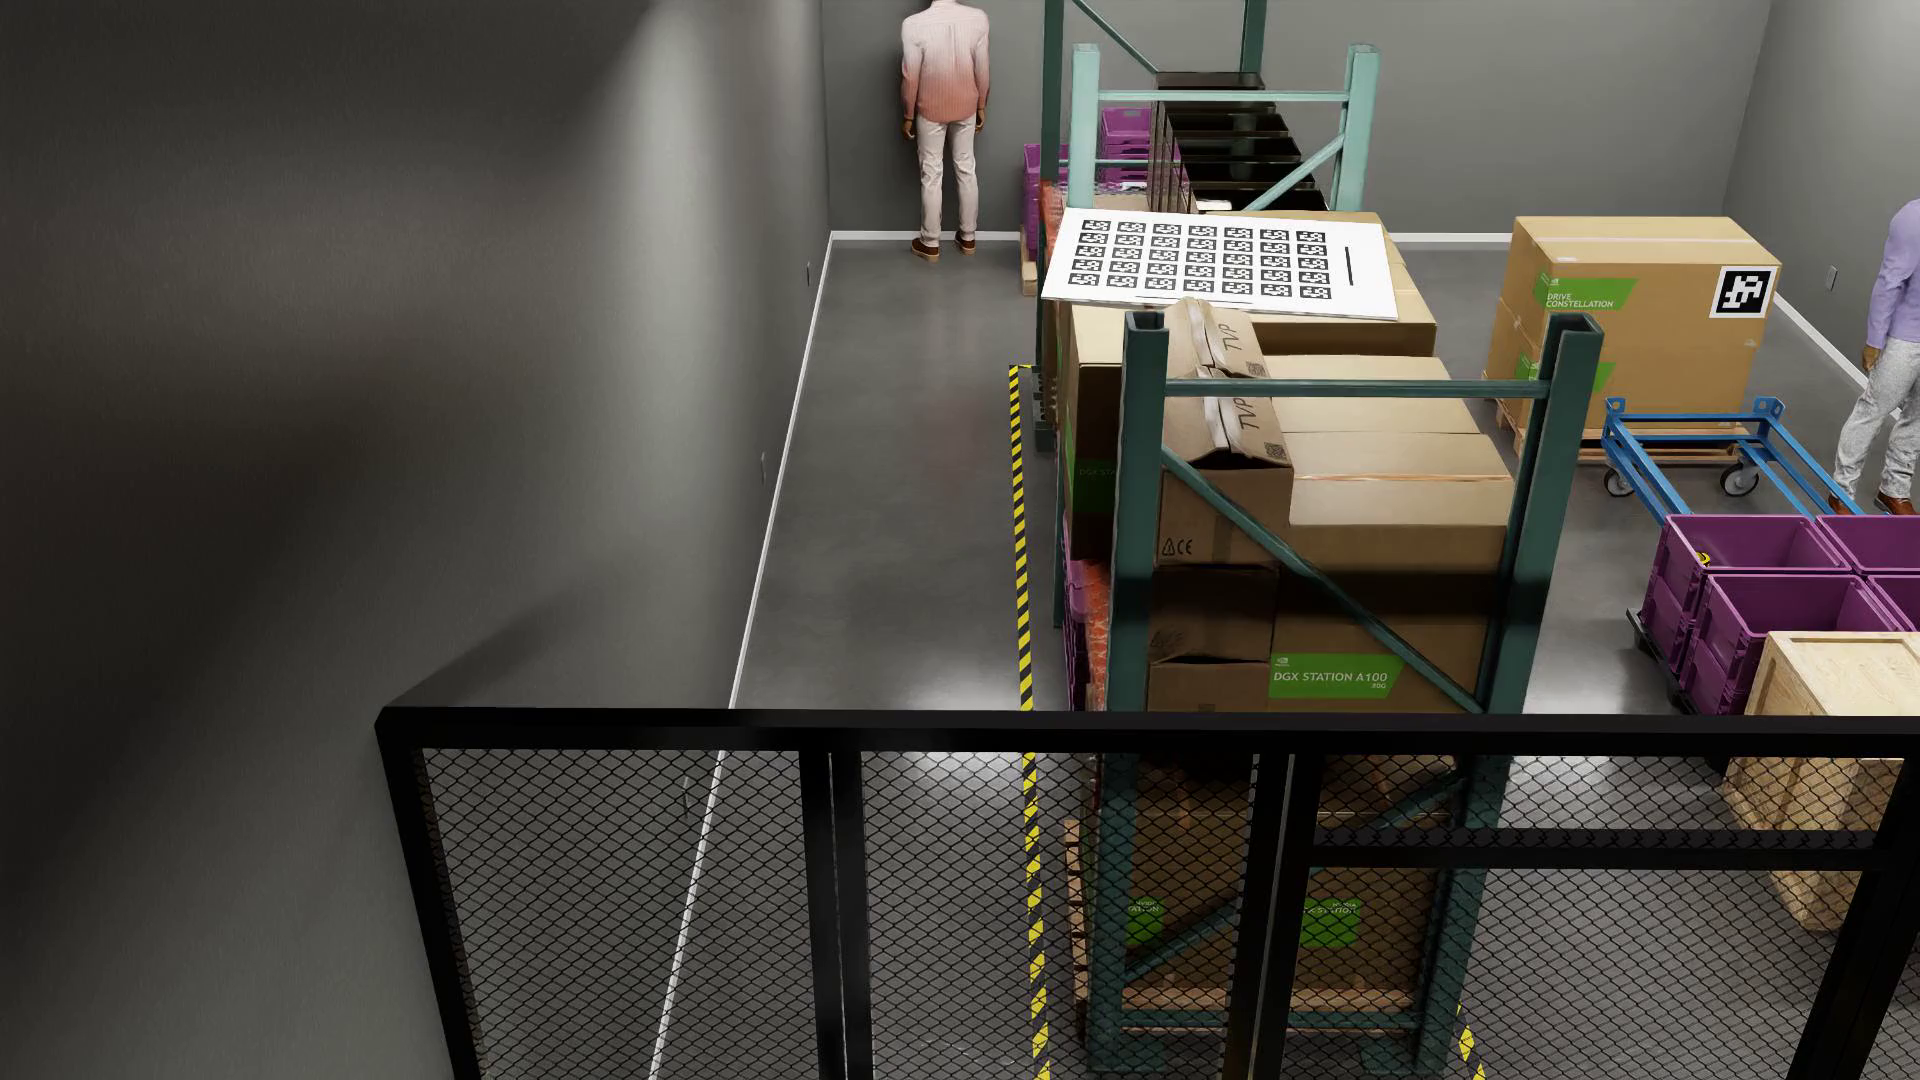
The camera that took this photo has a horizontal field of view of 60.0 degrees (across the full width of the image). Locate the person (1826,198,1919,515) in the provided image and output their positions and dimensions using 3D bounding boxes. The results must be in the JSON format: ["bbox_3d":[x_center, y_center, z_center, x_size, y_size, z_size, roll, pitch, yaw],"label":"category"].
[{"bbox_3d":[4.537,-0.944,7.782,0.627,1.940,0.371,-1,31,-1],"label":"person"}]

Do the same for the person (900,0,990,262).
[{"bbox_3d":[-0.103,-2.812,10.832,0.611,1.995,0.381,-13,33,-20],"label":"person"}]
